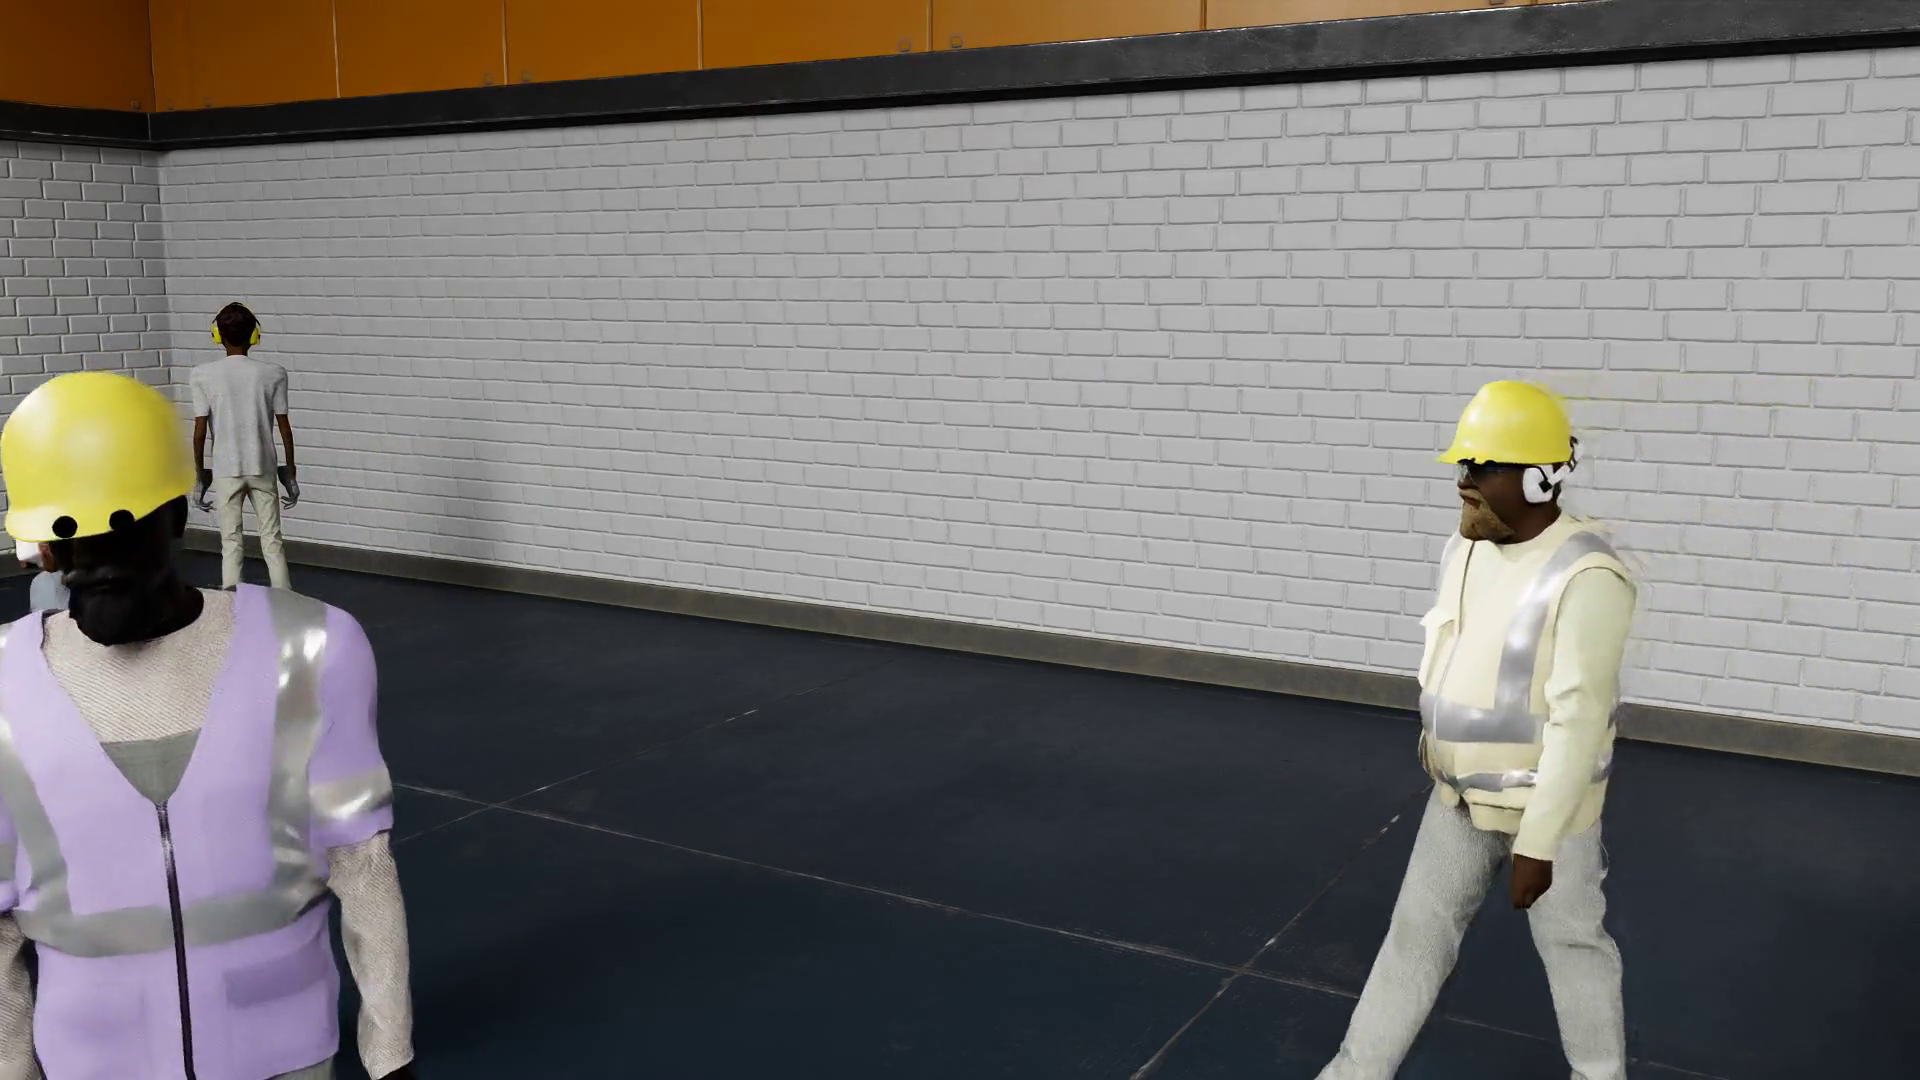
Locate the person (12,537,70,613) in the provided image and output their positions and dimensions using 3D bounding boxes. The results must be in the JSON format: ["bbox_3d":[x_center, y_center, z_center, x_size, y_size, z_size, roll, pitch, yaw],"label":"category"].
[{"bbox_3d":[-1.938,0.592,3.977,0.511,1.619,0.640,7,12,38],"label":"person"}]

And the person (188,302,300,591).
[{"bbox_3d":[-3.851,-0.338,8.965,0.535,1.869,0.312,-5,10,-26],"label":"person"}]

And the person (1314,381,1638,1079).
[{"bbox_3d":[1.143,0.550,3.668,0.912,1.781,0.623,-3,9,-16],"label":"person"}]

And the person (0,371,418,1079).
[{"bbox_3d":[-1.117,0.694,2.426,0.604,1.898,0.684,-4,10,-23],"label":"person"}]
